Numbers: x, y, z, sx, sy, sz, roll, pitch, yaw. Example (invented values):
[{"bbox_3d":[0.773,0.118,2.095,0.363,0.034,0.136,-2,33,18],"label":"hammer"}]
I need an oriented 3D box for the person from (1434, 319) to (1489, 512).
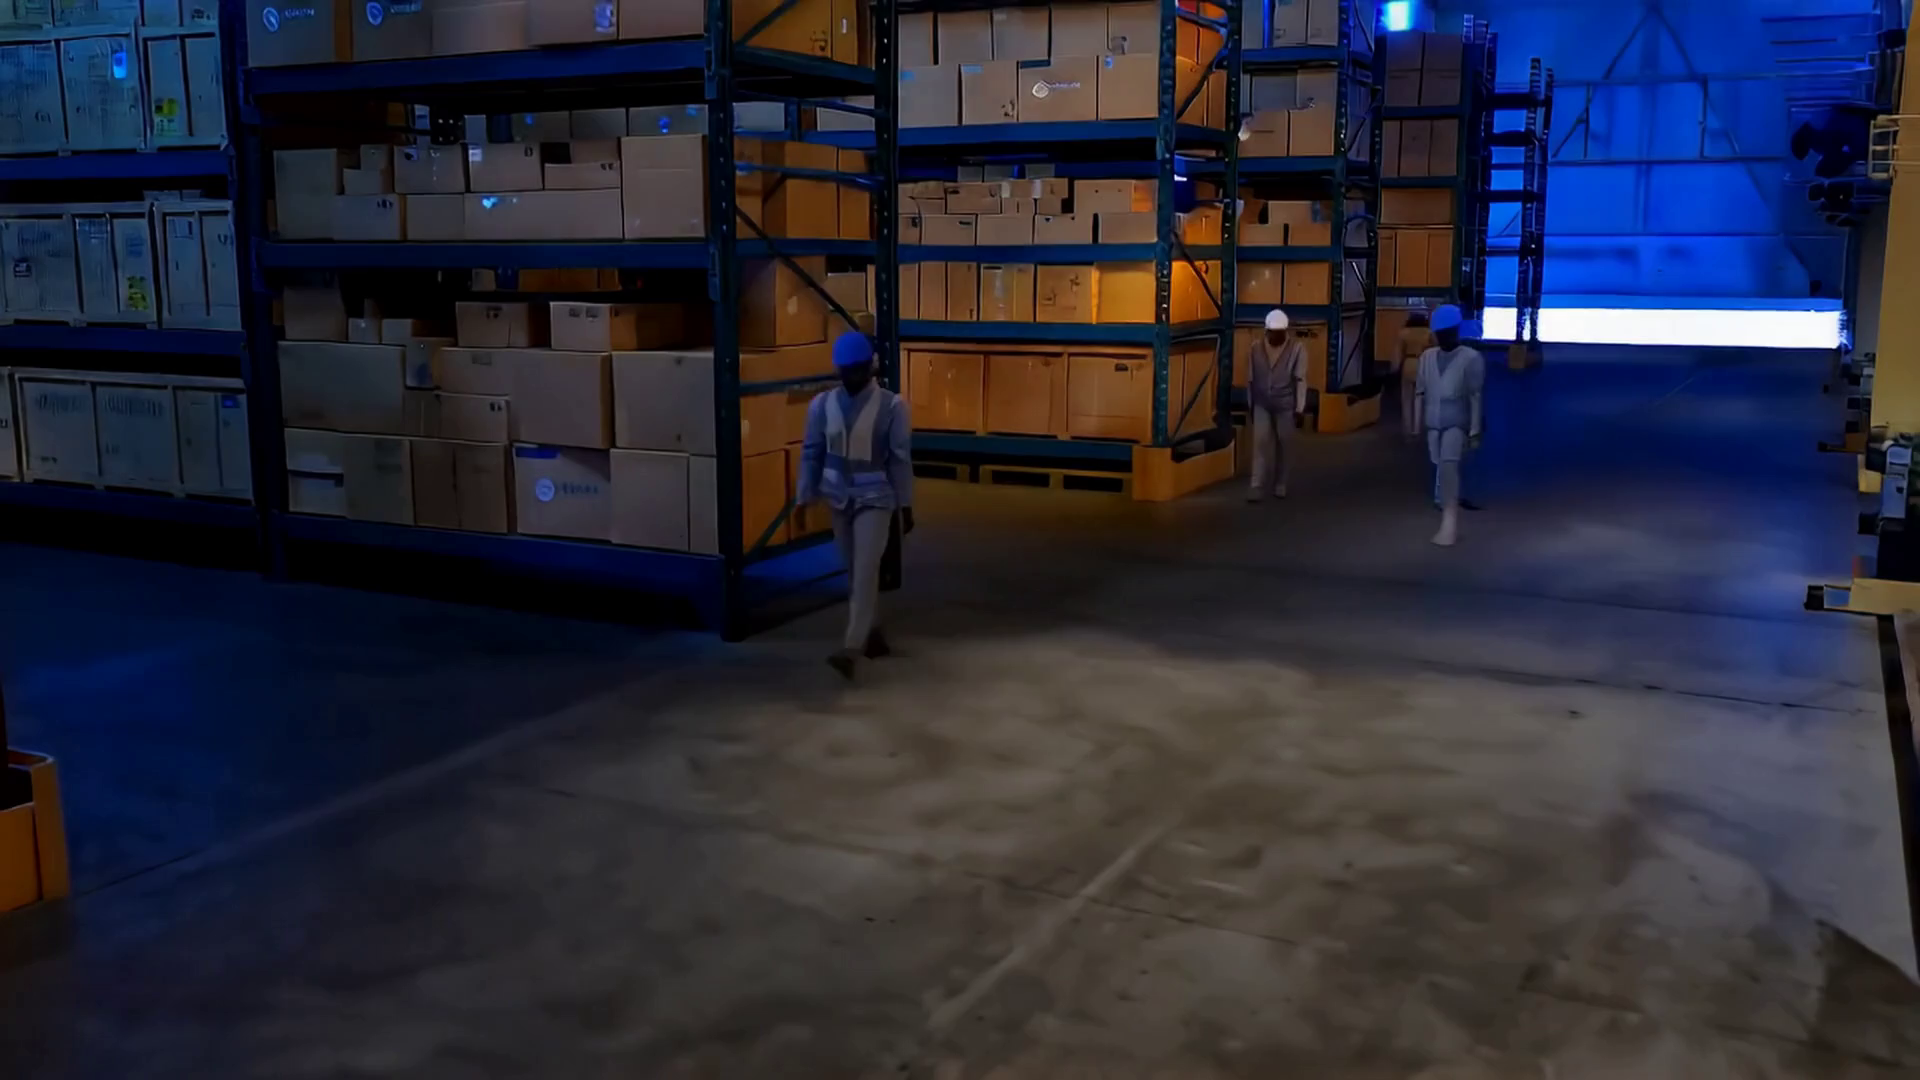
[{"bbox_3d":[4.542,-1.117,15.004,0.581,1.742,0.360,-4,11,-24],"label":"person"}]

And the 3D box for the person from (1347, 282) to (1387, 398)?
[{"bbox_3d":[6.563,-3.190,26.597,0.802,1.874,0.665,2,10,11],"label":"person"}]

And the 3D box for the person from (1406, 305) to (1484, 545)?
[{"bbox_3d":[3.863,-0.920,13.363,0.683,1.912,0.547,-9,13,-41],"label":"person"}]

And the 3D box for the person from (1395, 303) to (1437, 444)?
[{"bbox_3d":[5.636,-2.056,20.517,0.508,1.701,0.849,5,11,24],"label":"person"}]

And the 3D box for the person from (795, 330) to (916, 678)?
[{"bbox_3d":[-0.622,-0.205,9.263,0.651,1.894,0.986,4,10,21],"label":"person"}]

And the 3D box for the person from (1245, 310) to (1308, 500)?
[{"bbox_3d":[2.958,-1.261,15.686,0.614,1.784,0.917,4,10,20],"label":"person"}]
